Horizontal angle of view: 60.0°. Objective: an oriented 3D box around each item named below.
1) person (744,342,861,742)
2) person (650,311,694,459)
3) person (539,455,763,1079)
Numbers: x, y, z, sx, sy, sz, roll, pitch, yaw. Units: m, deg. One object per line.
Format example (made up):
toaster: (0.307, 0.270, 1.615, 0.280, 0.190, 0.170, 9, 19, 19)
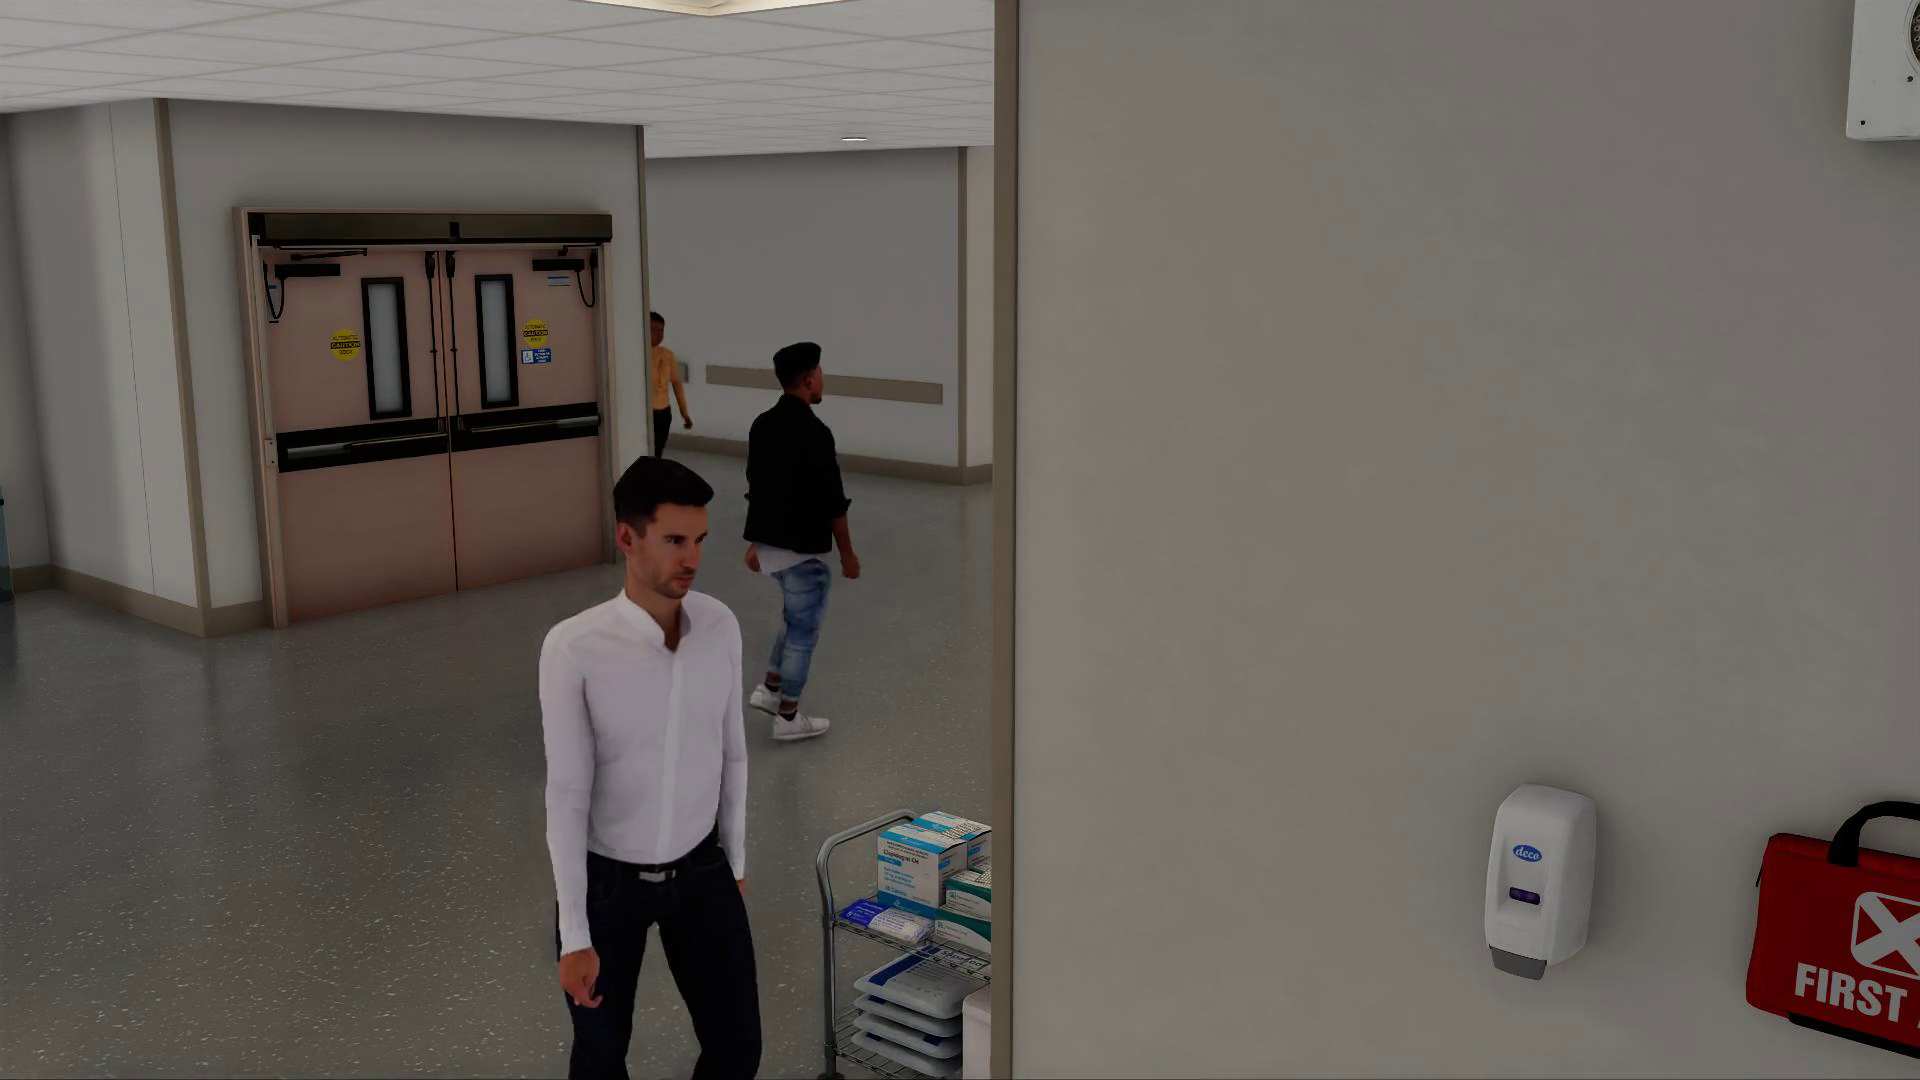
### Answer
person: (-0.834, 0.025, 7.478, 0.733, 1.792, 0.770, -7, 13, -33)
person: (-2.484, -0.980, 13.183, 0.747, 1.639, 0.882, 10, 15, 42)
person: (-0.722, 0.718, 3.669, 0.817, 1.850, 0.853, -5, 12, -25)
